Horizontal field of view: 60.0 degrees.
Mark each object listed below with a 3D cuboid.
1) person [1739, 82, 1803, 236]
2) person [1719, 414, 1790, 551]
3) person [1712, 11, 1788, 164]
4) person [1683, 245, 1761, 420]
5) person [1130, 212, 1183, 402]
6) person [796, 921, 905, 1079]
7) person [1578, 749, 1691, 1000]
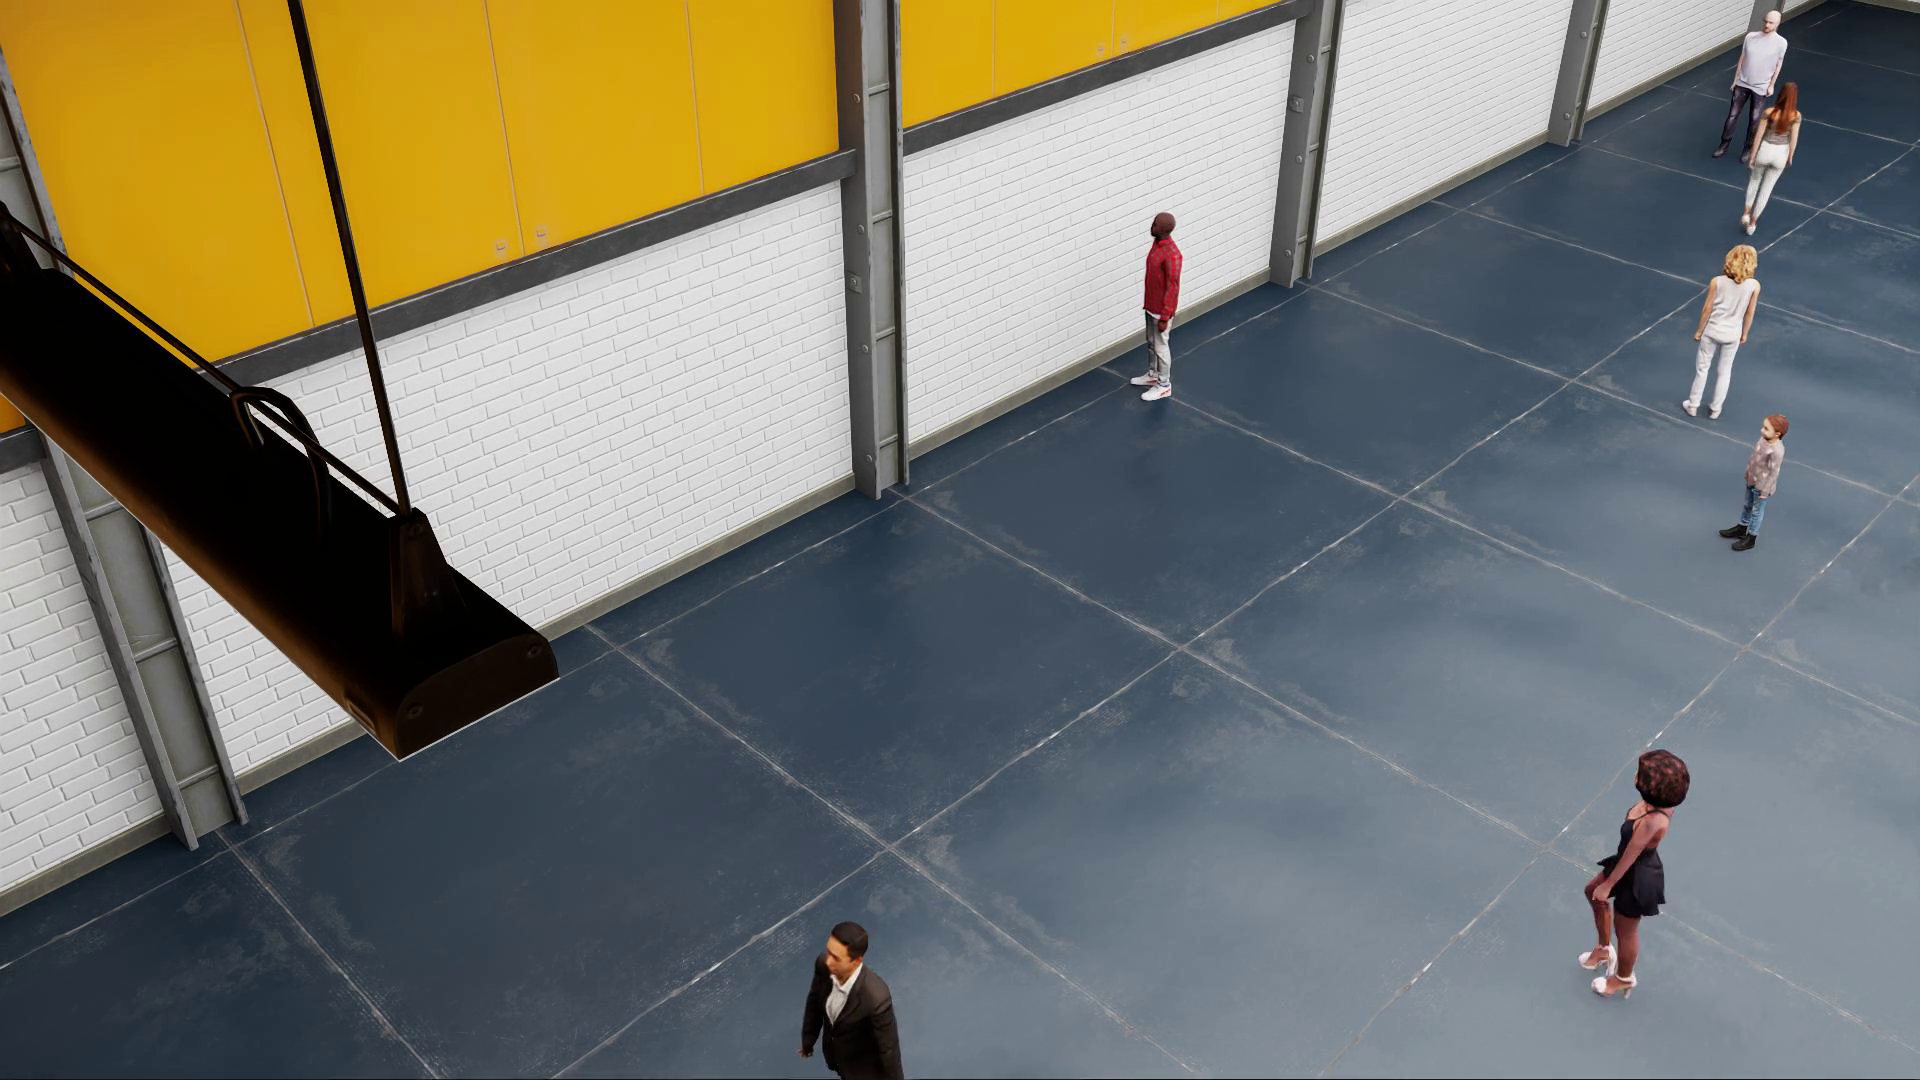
[{"bbox_3d":[9.022,-4.215,18.520,0.691,1.707,0.759,17,37,23],"label":"person"},{"bbox_3d":[6.433,-0.478,13.360,0.608,1.194,0.558,-2,34,-3],"label":"person"},{"bbox_3d":[9.785,-5.610,20.502,0.675,1.835,0.611,24,41,32],"label":"person"},{"bbox_3d":[6.895,-1.884,15.045,0.680,1.670,0.688,10,35,15],"label":"person"},{"bbox_3d":[1.851,-2.184,15.363,0.759,1.817,0.754,-7,34,-10],"label":"person"},{"bbox_3d":[-0.452,2.534,8.320,1.167,1.757,0.784,-24,41,-32],"label":"person"},{"bbox_3d":[3.825,1.920,9.229,0.713,1.775,0.661,15,36,21],"label":"person"}]
